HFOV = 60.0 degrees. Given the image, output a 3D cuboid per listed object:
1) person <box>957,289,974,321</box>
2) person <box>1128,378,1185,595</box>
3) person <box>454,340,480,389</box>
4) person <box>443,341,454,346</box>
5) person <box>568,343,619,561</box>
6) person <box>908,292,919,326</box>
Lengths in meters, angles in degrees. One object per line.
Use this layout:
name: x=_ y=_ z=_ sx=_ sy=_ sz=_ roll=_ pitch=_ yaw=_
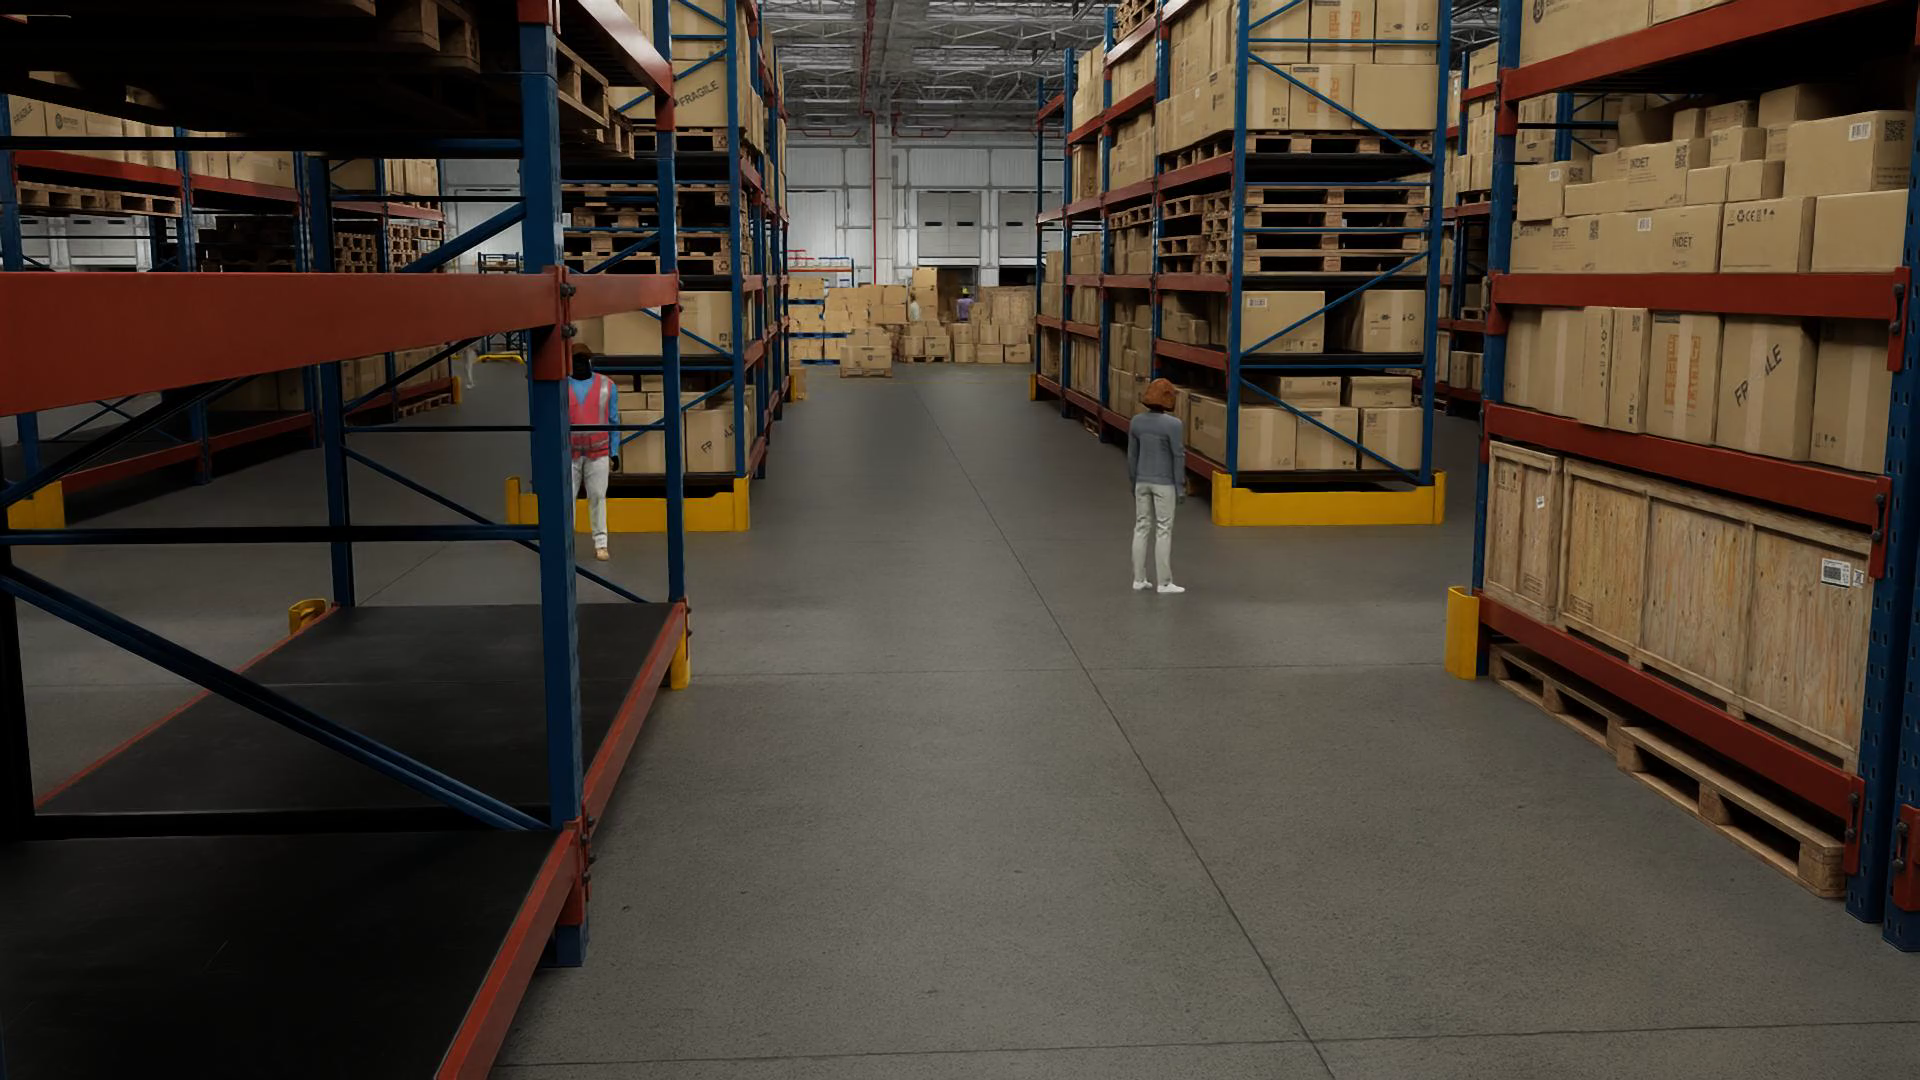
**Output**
person: x=0.189 y=-7.667 z=57.264 sx=0.589 sy=1.923 sz=0.383 roll=0 pitch=9 yaw=-1
person: x=1.488 y=-0.406 z=12.580 sx=0.274 sy=1.632 sz=0.503 roll=-9 pitch=13 yaw=-44
person: x=-10.480 y=-4.030 z=35.425 sx=0.528 sy=1.606 sz=0.765 roll=1 pitch=9 yaw=8
person: x=-11.088 y=-4.138 z=35.425 sx=0.630 sy=1.847 sz=0.990 roll=-4 pitch=10 yaw=-24
person: x=-3.167 y=-0.728 z=13.954 sx=0.619 sy=1.845 sz=0.430 roll=-2 pitch=9 yaw=-14
person: x=-1.308 y=-6.483 z=49.912 sx=0.971 sy=1.910 sz=0.645 roll=0 pitch=9 yaw=-1
